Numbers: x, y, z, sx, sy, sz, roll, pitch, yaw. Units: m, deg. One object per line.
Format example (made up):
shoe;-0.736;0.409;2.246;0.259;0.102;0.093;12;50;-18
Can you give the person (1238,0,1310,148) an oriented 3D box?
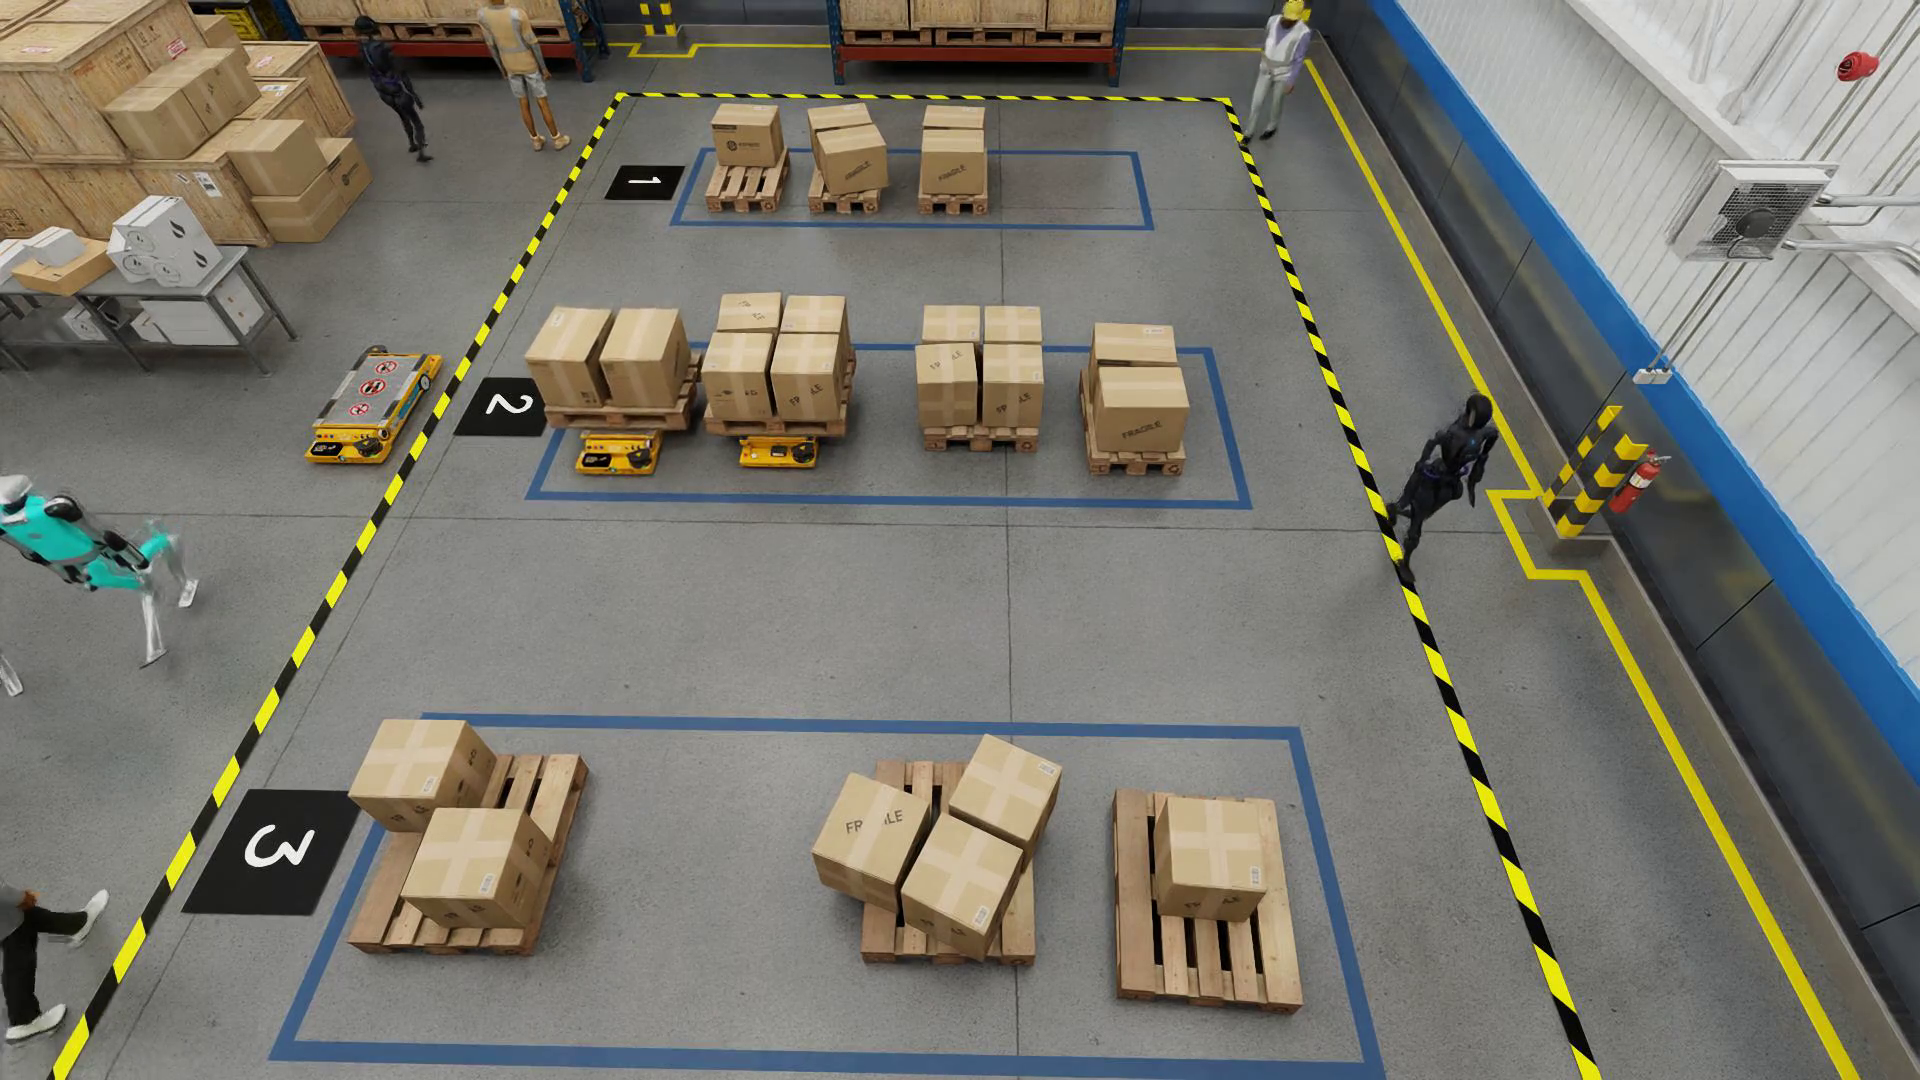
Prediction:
person;3.857;-5.709;11.202;0.612;1.783;0.831;32;57;24

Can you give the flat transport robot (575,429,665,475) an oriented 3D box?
flat transport robot;-2.985;-1.172;8.341;0.652;0.197;1.431;1;50;1

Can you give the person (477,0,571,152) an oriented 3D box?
person;-5.283;-5.723;11.048;0.607;2.046;0.365;0;50;0

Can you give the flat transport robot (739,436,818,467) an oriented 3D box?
flat transport robot;-1.582;-1.235;8.394;0.652;0.197;1.431;1;50;1

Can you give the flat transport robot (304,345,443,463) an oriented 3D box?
flat transport robot;-5.383;-1.269;8.441;0.659;0.231;1.431;1;50;1

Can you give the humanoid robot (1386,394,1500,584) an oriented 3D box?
humanoid robot;3.568;-0.461;6.863;0.595;1.651;0.729;-6;50;-5

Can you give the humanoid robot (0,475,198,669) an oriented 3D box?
humanoid robot;-5.898;0.077;6.348;0.551;1.732;1.054;-11;51;-9

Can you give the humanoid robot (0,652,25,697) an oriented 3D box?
humanoid robot;-7.014;0.429;6.094;0.838;1.857;0.546;36;58;26

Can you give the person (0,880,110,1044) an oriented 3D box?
person;-5.212;1.945;4.703;0.589;1.828;0.837;-3;50;-3

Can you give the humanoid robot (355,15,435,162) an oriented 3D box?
humanoid robot;-6.834;-5.422;11.038;0.601;1.634;0.442;20;53;16
